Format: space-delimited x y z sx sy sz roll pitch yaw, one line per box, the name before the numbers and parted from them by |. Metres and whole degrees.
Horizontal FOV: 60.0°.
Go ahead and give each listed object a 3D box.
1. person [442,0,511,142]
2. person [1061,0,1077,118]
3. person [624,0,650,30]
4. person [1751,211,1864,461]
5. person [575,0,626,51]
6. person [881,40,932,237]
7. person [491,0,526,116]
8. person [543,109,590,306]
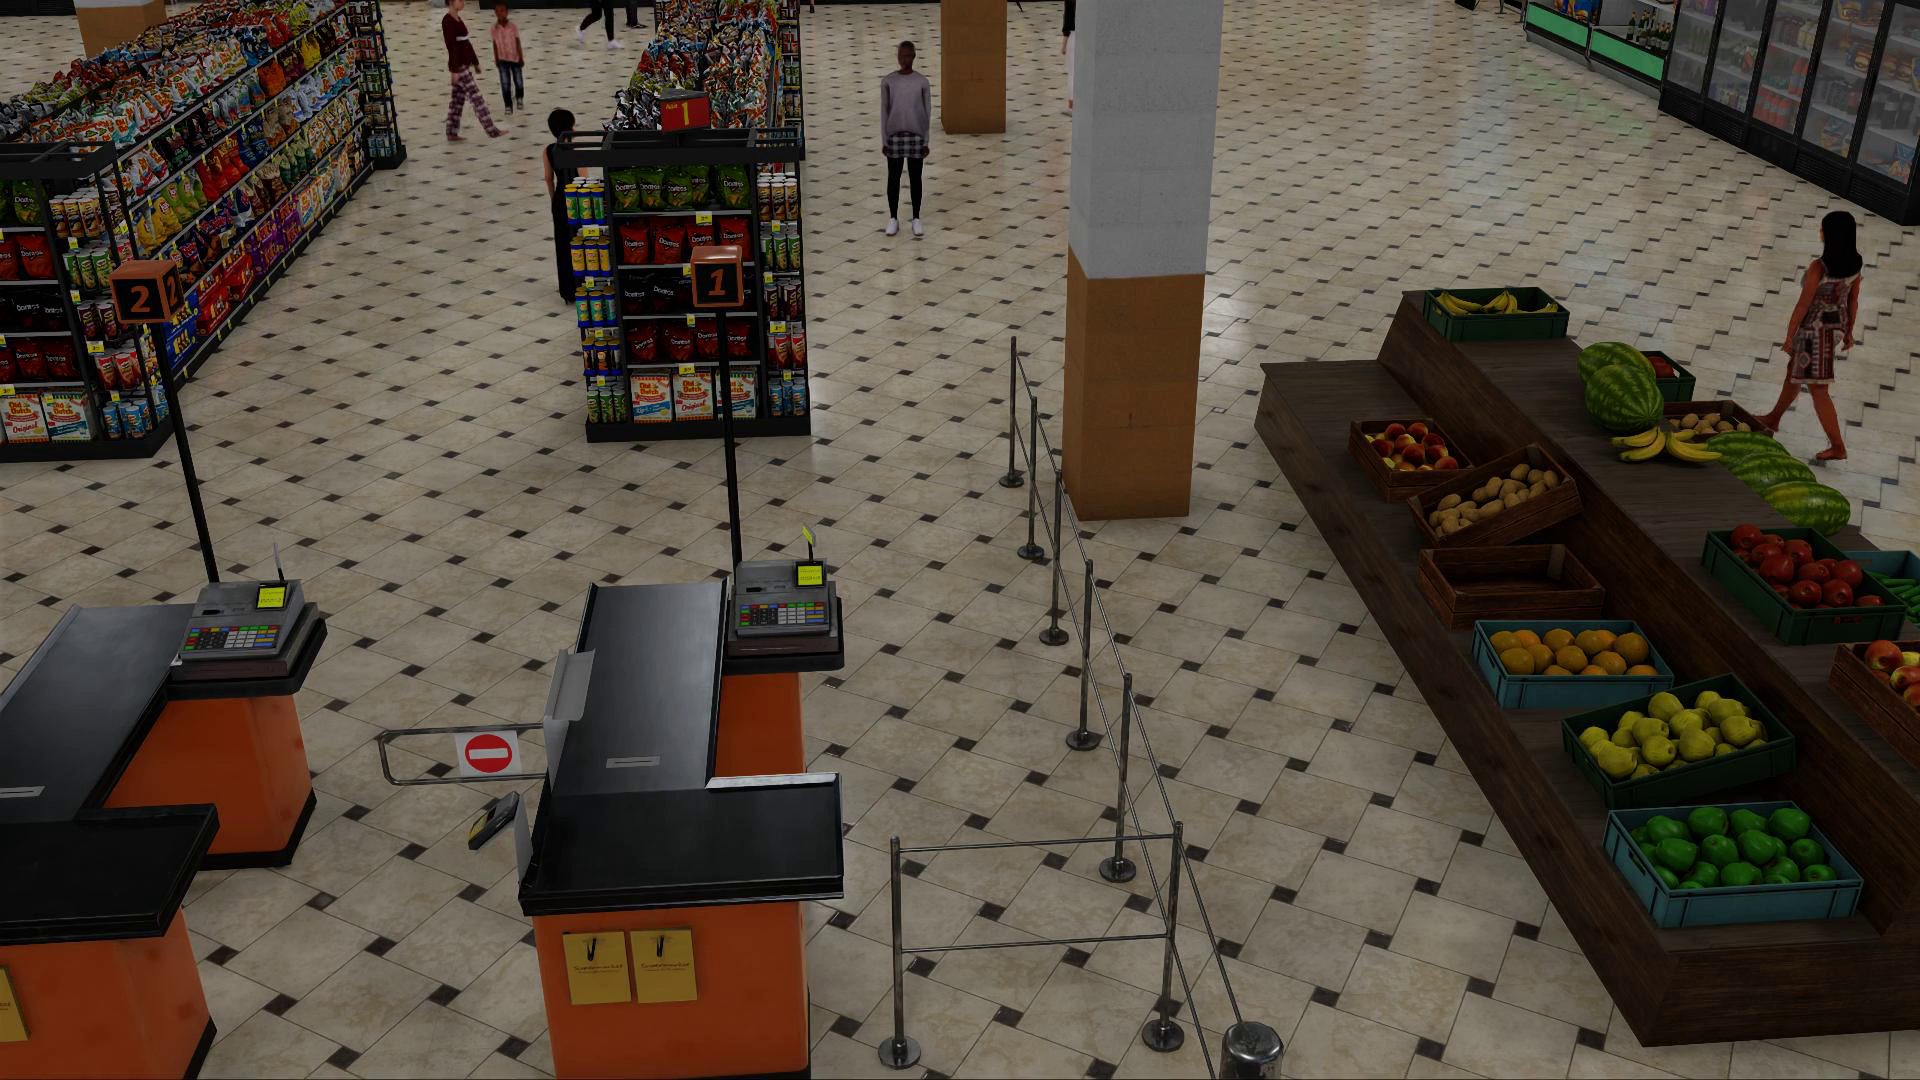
person | -5.677 -5.290 18.613 0.743 1.676 0.886 -4 27 -7
person | 1.429 -5.956 19.898 0.644 1.702 0.579 -7 28 -14
person | -5.003 -8.704 25.173 0.759 1.831 0.599 -13 30 -24
person | 5.640 -1.280 10.789 0.861 1.600 1.194 -11 29 -20
person | -5.172 -7.777 23.575 0.911 1.623 1.006 8 28 16
person | -0.506 -3.729 15.427 0.627 1.774 0.549 0 27 0
person | -5.439 -5.844 20.132 0.560 1.290 0.878 -5 27 -10
person | -3.187 -2.700 13.590 0.661 1.601 0.683 13 30 24
